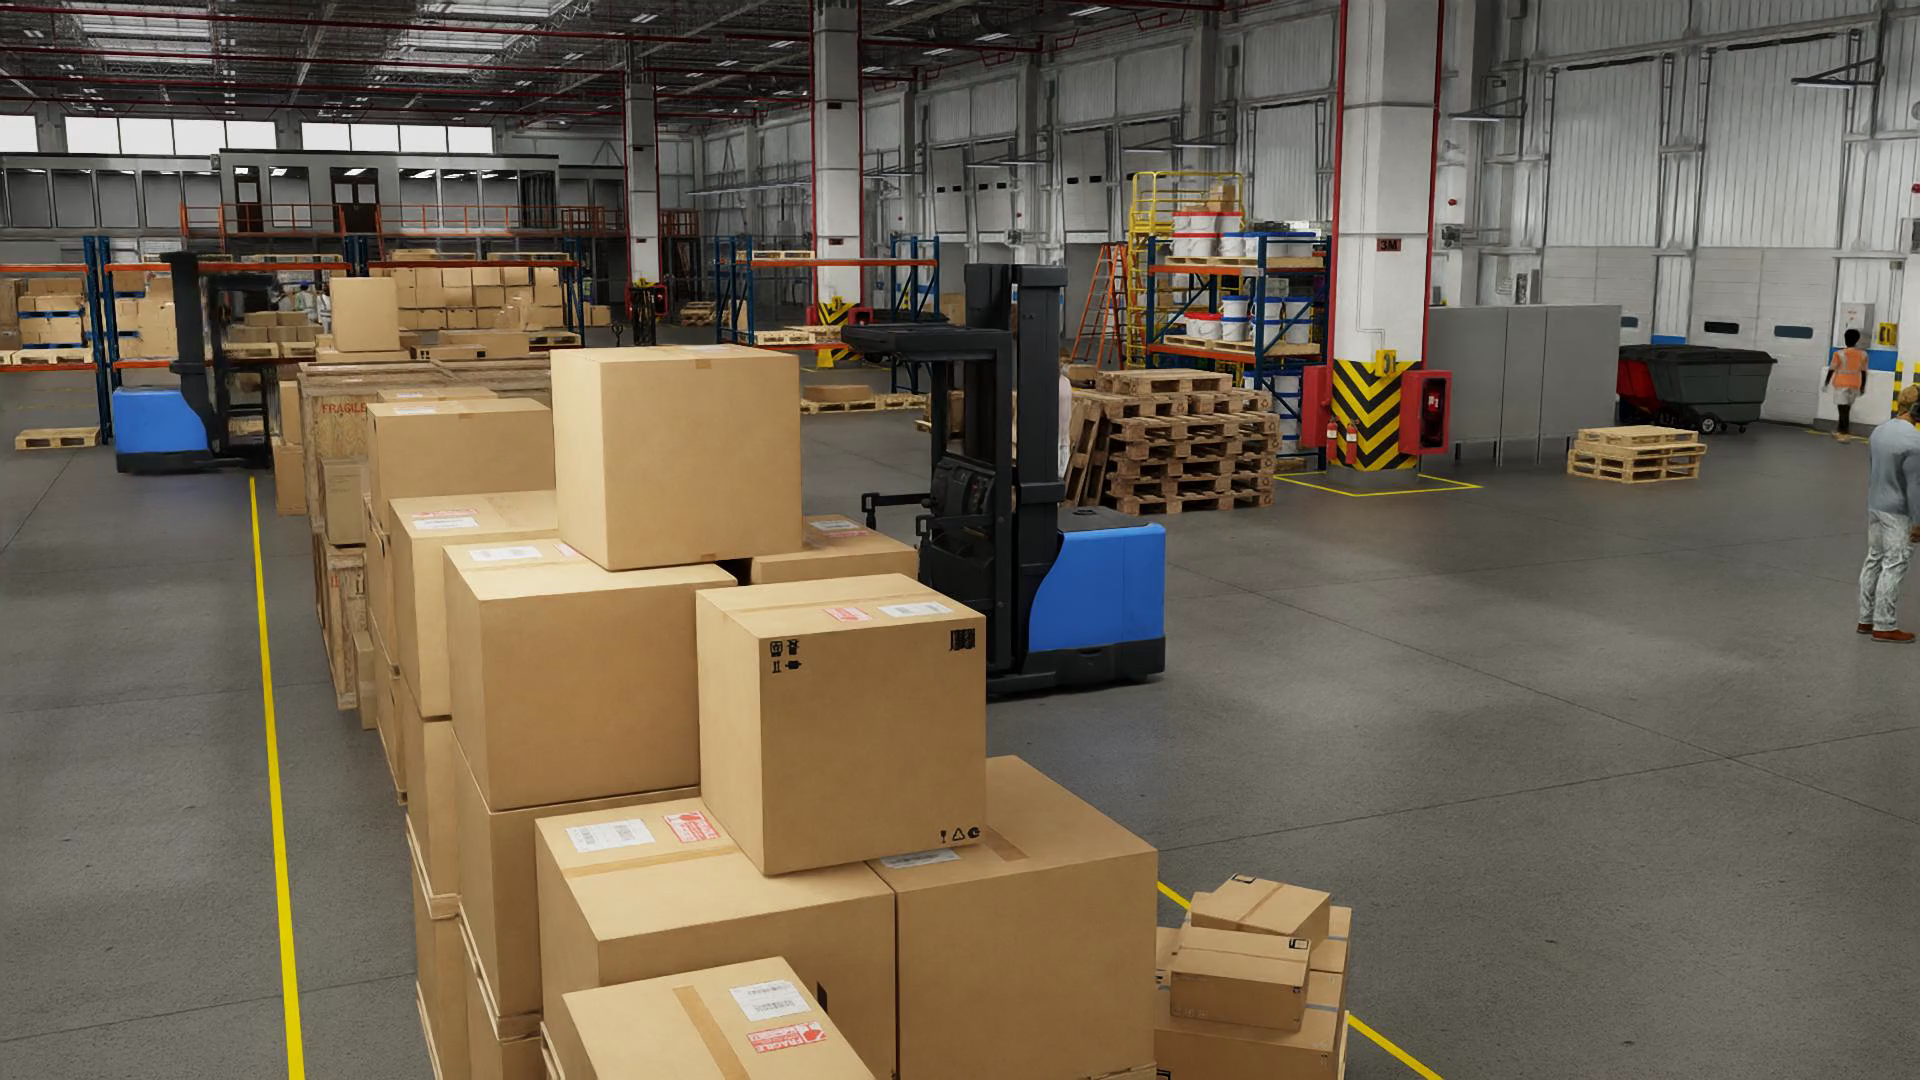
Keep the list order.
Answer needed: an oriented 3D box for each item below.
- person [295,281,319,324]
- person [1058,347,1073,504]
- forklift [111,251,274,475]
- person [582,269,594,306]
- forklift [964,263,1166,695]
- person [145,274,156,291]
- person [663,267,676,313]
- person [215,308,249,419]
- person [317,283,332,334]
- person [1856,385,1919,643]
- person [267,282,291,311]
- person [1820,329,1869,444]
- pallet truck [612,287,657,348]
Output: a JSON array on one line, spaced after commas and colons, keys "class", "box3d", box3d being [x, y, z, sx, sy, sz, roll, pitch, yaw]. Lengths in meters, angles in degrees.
[{"class": "person", "box3d": [-17.030, -5.790, 43.353, 0.794, 1.894, 0.633, 5, 11, 24]}, {"class": "person", "box3d": [0.953, -0.988, 16.732, 0.372, 1.939, 0.631, 5, 12, 26]}, {"class": "forklift", "box3d": [-9.924, -2.315, 21.444, 1.873, 2.768, 1.129, -4, 11, -23]}, {"class": "person", "box3d": [-13.254, -8.698, 59.324, 0.582, 1.906, 0.400, 8, 13, 36]}, {"class": "forklift", "box3d": [0.363, -0.447, 11.149, 1.873, 2.768, 1.129, -4, 11, -23]}, {"class": "person", "box3d": [-25.806, -7.570, 53.220, 0.726, 1.847, 0.842, 7, 12, 34]}, {"class": "person", "box3d": [-11.727, -10.095, 67.178, 0.508, 1.847, 0.345, 2, 10, 10]}, {"class": "person", "box3d": [-12.107, -2.918, 27.591, 0.690, 1.846, 0.554, -5, 11, -24]}, {"class": "person", "box3d": [-15.848, -5.508, 41.782, 0.355, 1.887, 0.573, 9, 13, 40]}, {"class": "person", "box3d": [6.969, -0.191, 12.378, 0.384, 1.930, 0.634, 0, 10, 0]}, {"class": "person", "box3d": [-16.350, -5.230, 39.823, 0.760, 2.000, 0.901, 7, 12, 33]}, {"class": "person", "box3d": [13.033, -2.267, 24.515, 0.556, 1.680, 0.595, -1, 10, -5]}, {"class": "pallet truck", "box3d": [-6.464, -4.406, 35.401, 0.823, 1.965, 1.885, 6, 12, 32]}]
